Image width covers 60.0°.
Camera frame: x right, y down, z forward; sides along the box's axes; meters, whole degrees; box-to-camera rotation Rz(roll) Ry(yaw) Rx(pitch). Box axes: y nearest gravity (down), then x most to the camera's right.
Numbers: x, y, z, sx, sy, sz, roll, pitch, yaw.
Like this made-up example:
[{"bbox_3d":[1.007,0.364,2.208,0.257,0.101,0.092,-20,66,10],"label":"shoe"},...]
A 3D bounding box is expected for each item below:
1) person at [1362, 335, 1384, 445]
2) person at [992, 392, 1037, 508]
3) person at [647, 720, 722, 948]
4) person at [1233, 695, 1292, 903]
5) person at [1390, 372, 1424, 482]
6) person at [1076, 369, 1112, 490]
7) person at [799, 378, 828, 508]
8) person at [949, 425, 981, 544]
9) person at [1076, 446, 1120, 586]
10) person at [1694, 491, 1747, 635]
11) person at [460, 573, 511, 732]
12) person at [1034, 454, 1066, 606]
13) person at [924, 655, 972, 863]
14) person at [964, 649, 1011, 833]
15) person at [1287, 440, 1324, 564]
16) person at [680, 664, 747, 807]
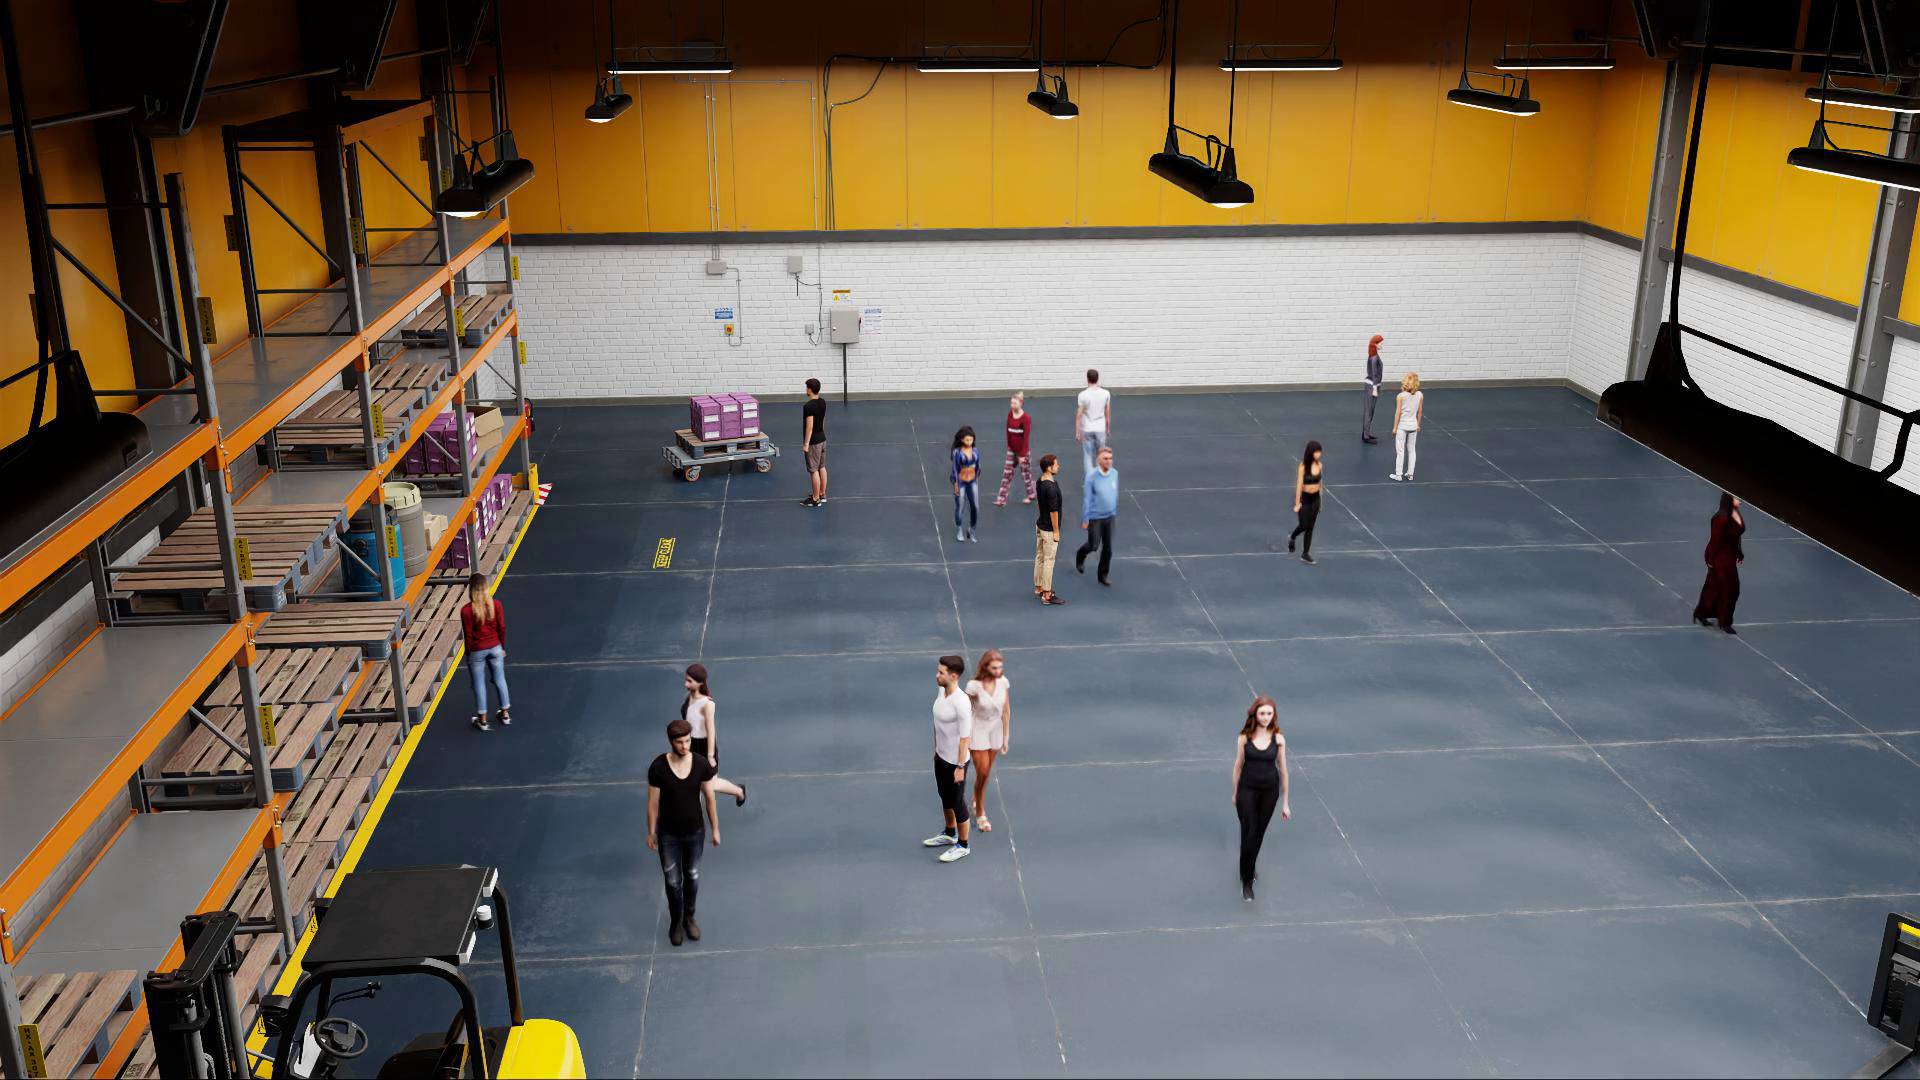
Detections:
[{"bbox_3d":[6.748,-2.482,27.216,0.691,1.782,0.524,3,19,10],"label":"person"},{"bbox_3d":[0.900,-1.277,23.835,1.059,1.657,1.110,16,24,39],"label":"person"},{"bbox_3d":[-2.206,2.237,13.047,0.789,1.881,0.748,-7,20,-19],"label":"person"},{"bbox_3d":[2.464,2.062,13.818,0.600,1.722,0.879,-1,19,-3],"label":"person"},{"bbox_3d":[6.762,-1.723,25.138,0.621,1.671,0.583,-5,19,-14],"label":"person"},{"bbox_3d":[1.993,-1.576,24.438,0.715,1.838,0.717,-4,19,-12],"label":"person"},{"bbox_3d":[-2.090,-1.423,23.946,0.831,1.862,0.690,7,20,21],"label":"person"},{"bbox_3d":[0.036,-0.755,22.363,0.703,1.606,0.712,-6,20,-18],"label":"person"},{"bbox_3d":[1.724,-0.331,20.804,0.848,1.799,0.983,-10,21,-26],"label":"person"},{"bbox_3d":[8.749,0.199,19.321,0.933,1.739,0.876,13,23,34],"label":"person"},{"bbox_3d":[-4.797,1.114,16.773,0.668,1.632,0.699,-16,24,-39],"label":"person"},{"bbox_3d":[1.059,-0.147,20.162,0.740,1.859,0.541,-6,20,-17],"label":"person"},{"bbox_3d":[-0.069,1.844,14.262,0.792,1.851,0.621,-8,20,-24],"label":"person"},{"bbox_3d":[0.199,1.716,14.934,0.718,1.665,0.867,-8,20,-21],"label":"person"},{"bbox_3d":[4.477,-0.519,21.612,0.712,1.638,0.831,-8,20,-24],"label":"person"},{"bbox_3d":[-2.209,1.847,14.600,0.960,1.630,0.942,-17,25,-41],"label":"person"}]
